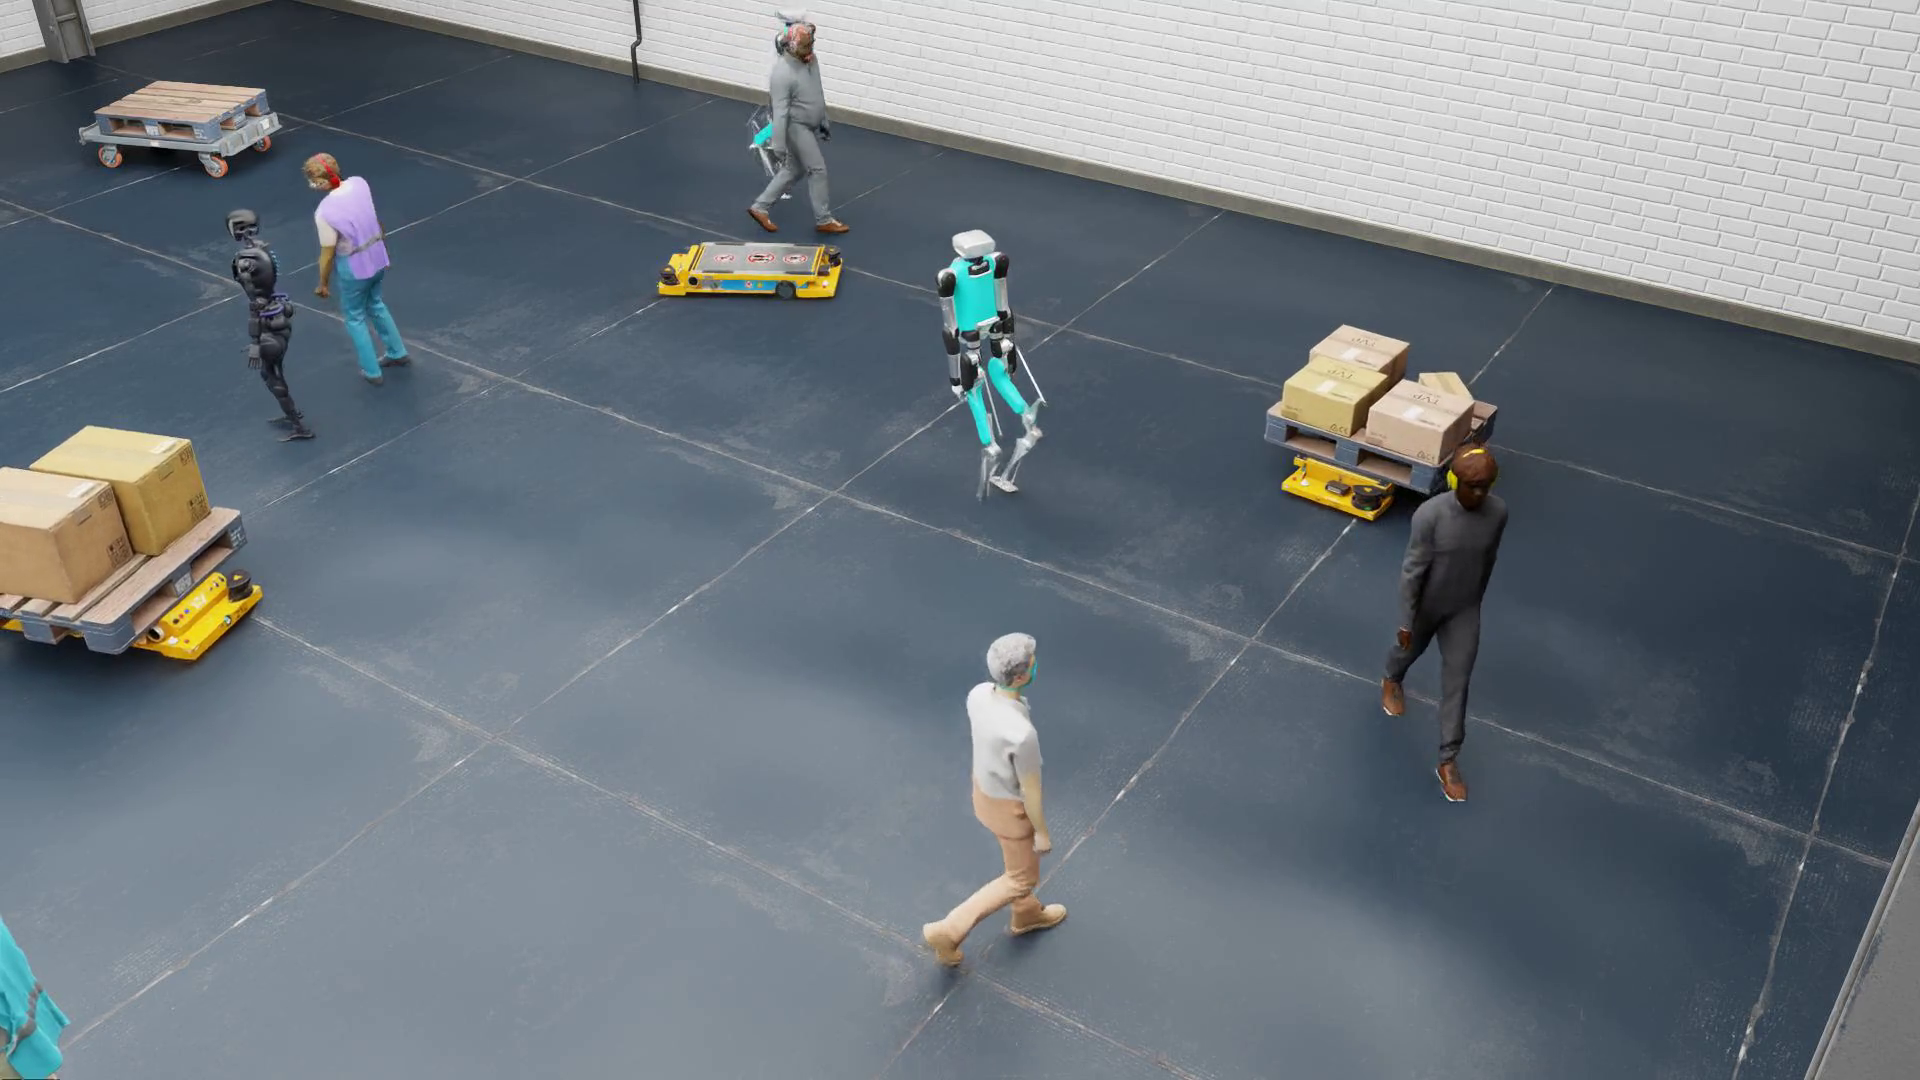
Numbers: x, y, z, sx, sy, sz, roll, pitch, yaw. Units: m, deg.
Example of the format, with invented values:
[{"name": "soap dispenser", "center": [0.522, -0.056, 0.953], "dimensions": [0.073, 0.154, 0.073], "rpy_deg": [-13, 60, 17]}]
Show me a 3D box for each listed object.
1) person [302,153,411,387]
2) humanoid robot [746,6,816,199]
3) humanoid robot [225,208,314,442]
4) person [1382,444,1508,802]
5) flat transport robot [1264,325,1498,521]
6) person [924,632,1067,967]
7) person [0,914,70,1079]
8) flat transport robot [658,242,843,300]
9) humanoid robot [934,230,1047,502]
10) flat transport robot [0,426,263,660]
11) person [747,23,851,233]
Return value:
[{"name": "person", "center": [-4.284, -1.914, 11.827], "dimensions": [0.457, 1.795, 0.634], "rpy_deg": [10, 34, 15]}, {"name": "humanoid robot", "center": [-1.663, -3.949, 15.049], "dimensions": [0.720, 1.783, 0.534], "rpy_deg": [16, 36, 23]}, {"name": "humanoid robot", "center": [-4.660, -1.420, 11.166], "dimensions": [0.339, 1.656, 0.610], "rpy_deg": [-4, 33, -7]}, {"name": "person", "center": [2.417, 0.307, 8.351], "dimensions": [0.512, 1.820, 1.017], "rpy_deg": [-2, 33, -4]}, {"name": "flat transport robot", "center": [2.796, -0.589, 11.172], "dimensions": [0.659, 0.231, 1.431], "rpy_deg": [22, 39, 31]}, {"name": "person", "center": [0.175, 1.138, 7.138], "dimensions": [0.675, 1.725, 0.491], "rpy_deg": [-11, 34, -16]}, {"name": "person", "center": [-3.379, 1.856, 5.928], "dimensions": [0.394, 1.834, 0.557], "rpy_deg": [-10, 34, -16]}, {"name": "flat transport robot", "center": [-1.716, -2.221, 13.713], "dimensions": [1.431, 0.231, 0.659], "rpy_deg": [1, 33, 2]}, {"name": "humanoid robot", "center": [0.243, -0.982, 10.520], "dimensions": [0.542, 1.874, 0.765], "rpy_deg": [-23, 39, -31]}, {"name": "flat transport robot", "center": [-4.908, 0.348, 9.715], "dimensions": [1.431, 0.231, 0.659], "rpy_deg": [8, 34, 12]}, {"name": "person", "center": [-1.431, -3.517, 14.258], "dimensions": [0.863, 1.860, 0.675], "rpy_deg": [3, 33, 5]}]
